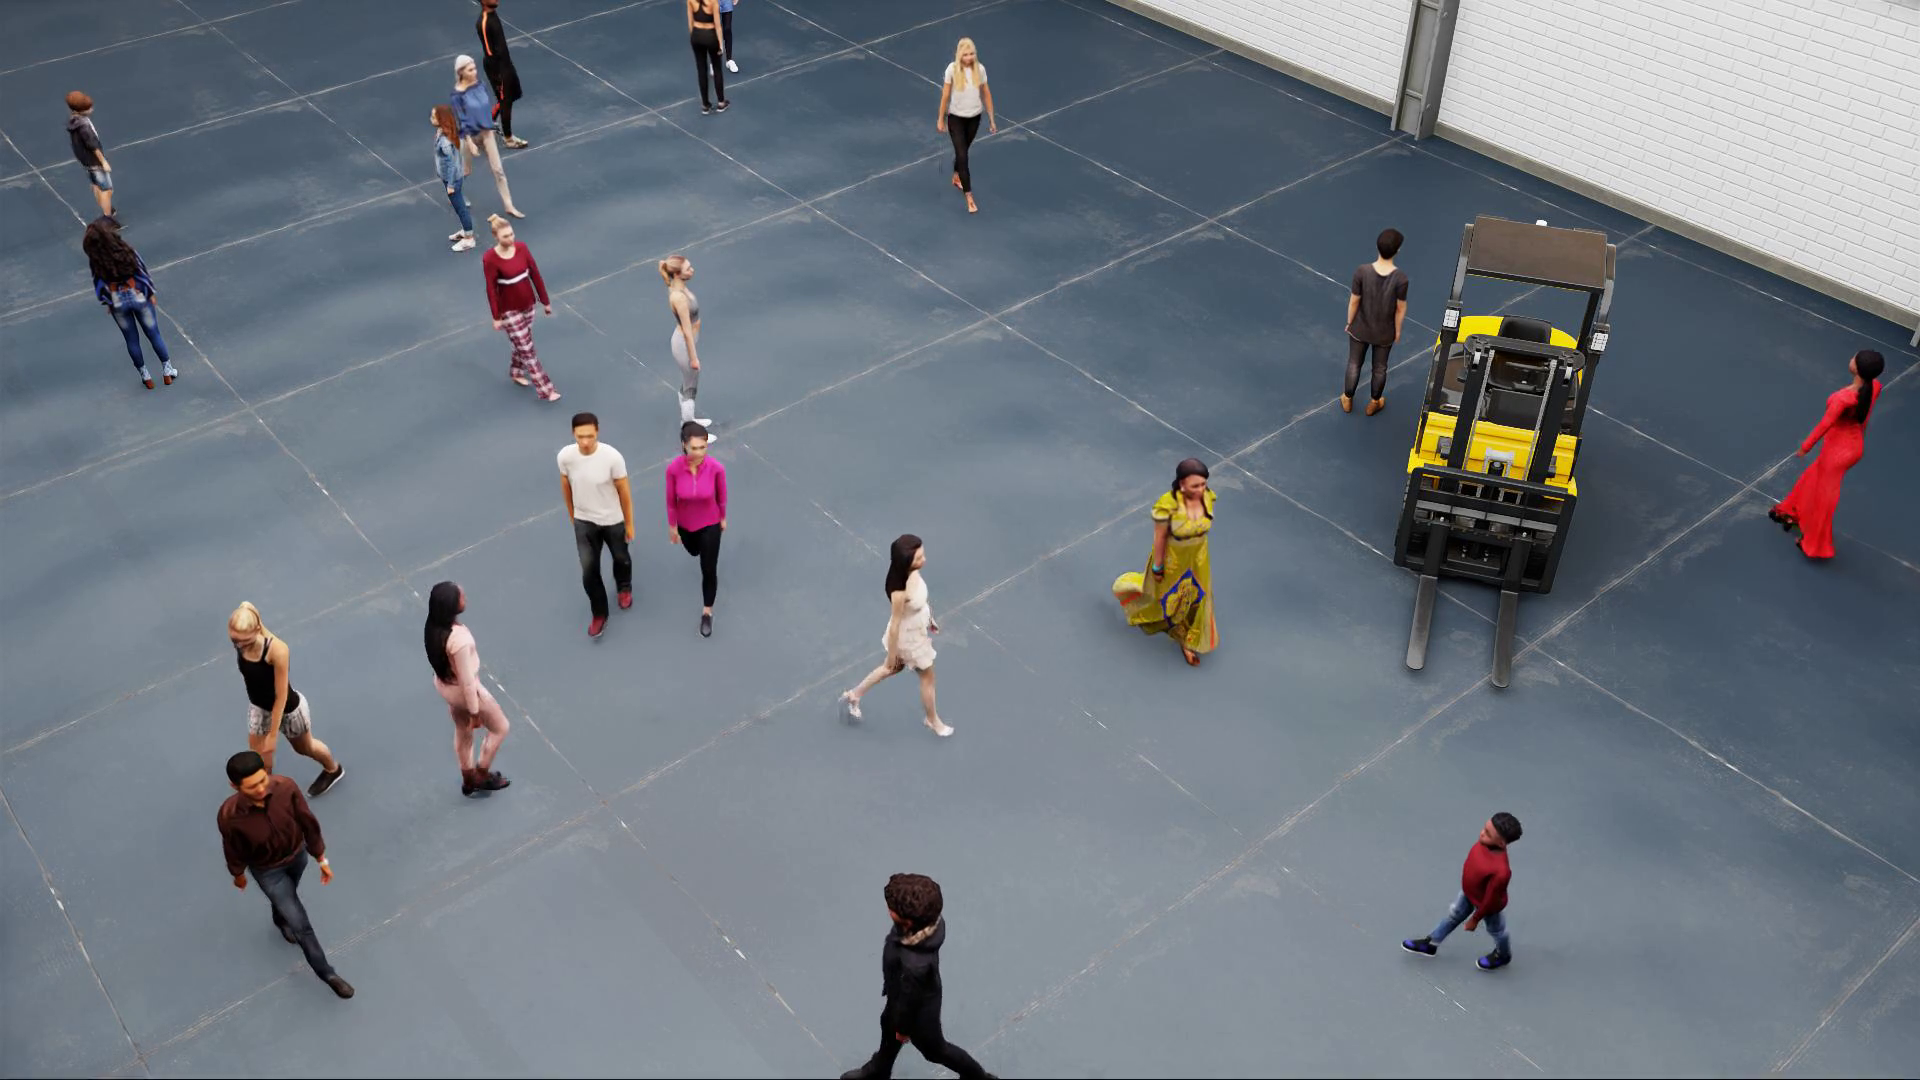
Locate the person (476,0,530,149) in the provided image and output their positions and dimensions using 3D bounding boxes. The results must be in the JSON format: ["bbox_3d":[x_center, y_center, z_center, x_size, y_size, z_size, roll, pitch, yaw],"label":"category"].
[{"bbox_3d":[-5.085,-5.115,18.014,0.911,1.794,0.856,0,39,0],"label":"person"}]

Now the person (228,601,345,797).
[{"bbox_3d":[-4.172,1.013,10.342,1.115,1.794,1.045,16,41,19],"label":"person"}]

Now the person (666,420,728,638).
[{"bbox_3d":[-1.873,-0.179,11.943,1.016,1.667,1.154,0,39,0],"label":"person"}]

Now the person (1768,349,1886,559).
[{"bbox_3d":[6.595,-0.586,12.379,0.696,1.761,0.910,-22,44,-25],"label":"person"}]

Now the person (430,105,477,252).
[{"bbox_3d":[-4.987,-3.575,16.340,0.685,1.477,0.553,-13,40,-15],"label":"person"}]

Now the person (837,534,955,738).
[{"bbox_3d":[-0.441,0.630,10.896,1.079,1.700,0.993,4,39,5],"label":"person"}]

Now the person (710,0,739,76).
[{"bbox_3d":[-2.864,-6.422,19.639,0.720,1.809,0.669,-11,40,-13],"label":"person"}]

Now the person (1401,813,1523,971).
[{"bbox_3d":[3.064,2.038,9.516,0.873,1.222,0.875,-2,39,-3],"label":"person"}]

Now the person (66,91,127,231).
[{"bbox_3d":[-8.744,-3.858,16.727,0.439,1.436,0.739,21,43,25],"label":"person"}]

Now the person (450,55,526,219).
[{"bbox_3d":[-4.958,-4.068,16.815,1.165,1.666,0.782,25,45,28],"label":"person"}]

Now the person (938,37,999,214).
[{"bbox_3d":[0.005,-4.319,17.029,0.917,1.779,1.196,-17,42,-21],"label":"person"}]

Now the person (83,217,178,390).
[{"bbox_3d":[-7.145,-2.042,14.311,0.673,1.614,0.659,-12,40,-15],"label":"person"}]

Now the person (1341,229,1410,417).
[{"bbox_3d":[3.477,-1.818,13.947,0.649,1.717,0.766,14,41,17],"label":"person"}]

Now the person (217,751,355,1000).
[{"bbox_3d":[-3.907,1.777,9.443,1.196,1.721,0.780,28,46,31],"label":"person"}]

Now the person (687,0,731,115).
[{"bbox_3d":[-2.894,-5.603,18.752,0.689,1.636,0.750,4,39,5],"label":"person"}]

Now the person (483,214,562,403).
[{"bbox_3d":[-3.841,-2.014,14.229,1.018,1.673,0.778,26,45,28],"label":"person"}]

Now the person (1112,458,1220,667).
[{"bbox_3d":[1.481,0.093,11.624,0.831,1.641,1.067,-20,43,-23],"label":"person"}]

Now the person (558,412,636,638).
[{"bbox_3d":[-2.550,-0.221,11.905,0.925,1.781,1.004,-4,39,-5],"label":"person"}]

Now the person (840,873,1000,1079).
[{"bbox_3d":[-0.148,2.383,8.661,1.130,1.750,1.115,0,39,0],"label":"person"}]

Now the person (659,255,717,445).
[{"bbox_3d":[-2.253,-1.579,13.660,0.704,1.702,0.583,-9,40,-11],"label":"person"}]

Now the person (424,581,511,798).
[{"bbox_3d":[-3.194,0.995,10.433,0.687,1.708,0.509,-29,47,-32],"label":"person"}]
